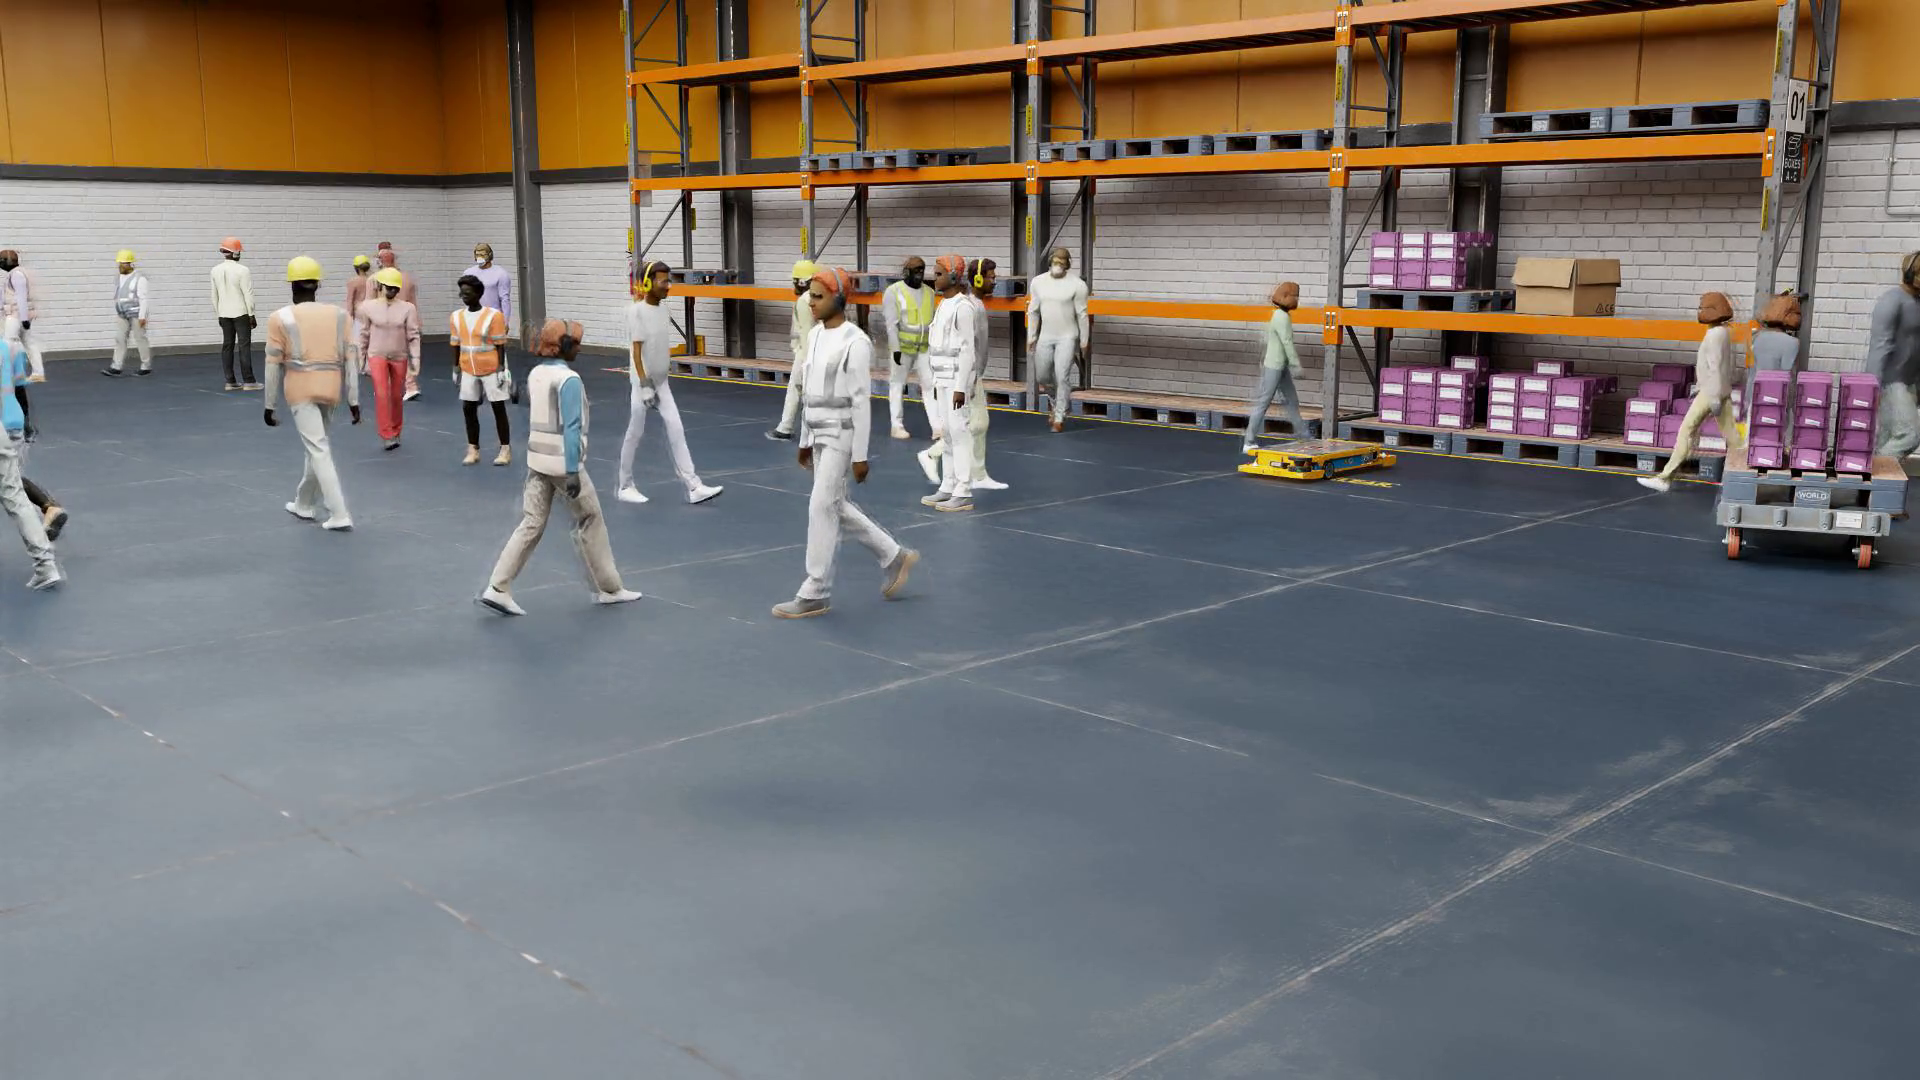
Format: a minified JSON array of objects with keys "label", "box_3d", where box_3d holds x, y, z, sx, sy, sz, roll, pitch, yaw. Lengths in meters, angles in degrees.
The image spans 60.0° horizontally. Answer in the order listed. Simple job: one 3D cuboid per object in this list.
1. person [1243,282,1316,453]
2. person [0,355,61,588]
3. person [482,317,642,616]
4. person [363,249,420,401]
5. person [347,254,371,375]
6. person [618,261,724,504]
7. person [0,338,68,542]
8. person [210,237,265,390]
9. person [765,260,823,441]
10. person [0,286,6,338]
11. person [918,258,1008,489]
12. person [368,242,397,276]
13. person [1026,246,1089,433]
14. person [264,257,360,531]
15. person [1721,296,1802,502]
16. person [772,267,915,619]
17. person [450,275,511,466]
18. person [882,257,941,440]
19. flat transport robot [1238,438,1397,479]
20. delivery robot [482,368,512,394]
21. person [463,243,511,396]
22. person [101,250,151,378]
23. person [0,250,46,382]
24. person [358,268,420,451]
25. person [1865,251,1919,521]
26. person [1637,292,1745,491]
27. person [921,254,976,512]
[{"label":"person","box_3d":[3.020,-1.569,15.320,0.828,1.585,0.492,3,11,14]},{"label":"person","box_3d":[-5.591,-0.546,9.469,0.910,1.698,0.497,4,11,20]},{"label":"person","box_3d":[-2.191,-0.394,8.918,0.875,1.594,0.522,-9,14,-41]},{"label":"person","box_3d":[-6.982,-2.649,20.514,0.994,1.859,0.632,6,12,30]},{"label":"person","box_3d":[-8.520,-3.221,23.899,0.579,1.746,0.531,7,12,32]},{"label":"person","box_3d":[-2.248,-1.153,12.419,0.958,1.818,0.545,6,12,30]},{"label":"person","box_3d":[-6.029,-0.719,10.465,0.599,1.674,0.551,4,11,19]},{"label":"person","box_3d":[-9.483,-2.957,21.791,0.608,1.996,0.380,3,11,17]},{"label":"person","box_3d":[-1.434,-1.837,16.278,0.921,1.790,0.595,5,11,23]},{"label":"person","box_3d":[-10.302,-2.112,17.389,0.609,1.915,0.416,-2,11,-8]},{"label":"person","box_3d":[0.037,-1.302,13.182,0.634,1.854,0.526,0,10,0]},{"label":"person","box_3d":[-10.296,-4.400,29.907,0.652,1.906,0.403,5,12,27]},{"label":"person","box_3d":[1.049,-2.067,17.173,0.649,1.911,0.616,6,12,28]},{"label":"person","box_3d":[-4.517,-1.017,11.542,0.980,1.871,0.604,9,14,40]},{"label":"person","box_3d":[5.868,-0.951,11.964,0.784,1.594,0.503,-2,11,-9]},{"label":"person","box_3d":[-0.617,-0.528,8.909,0.834,1.862,0.583,-5,12,-27]},{"label":"person","box_3d":[-4.213,-1.480,14.596,0.540,1.678,0.357,3,11,16]},{"label":"person","box_3d":[-0.427,-1.872,16.393,0.622,1.800,0.916,-6,12,-31]},{"label":"flat transport robot","box_3d":[3.070,-0.706,14.224,1.431,0.197,0.652,-10,14,-44]},{"label":"delivery robot","box_3d":[-5.633,-1.973,20.100,0.477,0.478,0.707,-4,11,-20]},{"label":"person","box_3d":[-5.900,-2.737,20.790,0.622,1.932,0.367,3,11,14]},{"label":"person","box_3d":[-11.846,-3.197,23.599,0.624,1.805,0.735,4,11,19]},{"label":"person","box_3d":[-13.008,-3.047,22.774,0.780,1.813,0.624,-4,11,-23]},{"label":"person","box_3d":[-5.367,-1.691,15.643,0.549,1.714,0.910,-5,11,-25]},{"label":"person","box_3d":[6.595,-1.063,11.689,0.713,1.912,0.463,-9,13,-39]},{"label":"person","box_3d":[5.858,-1.136,12.993,0.896,1.584,0.500,7,13,35]},{"label":"person","box_3d":[-0.068,-1.155,12.274,0.353,1.883,0.577,-4,11,-19]}]
